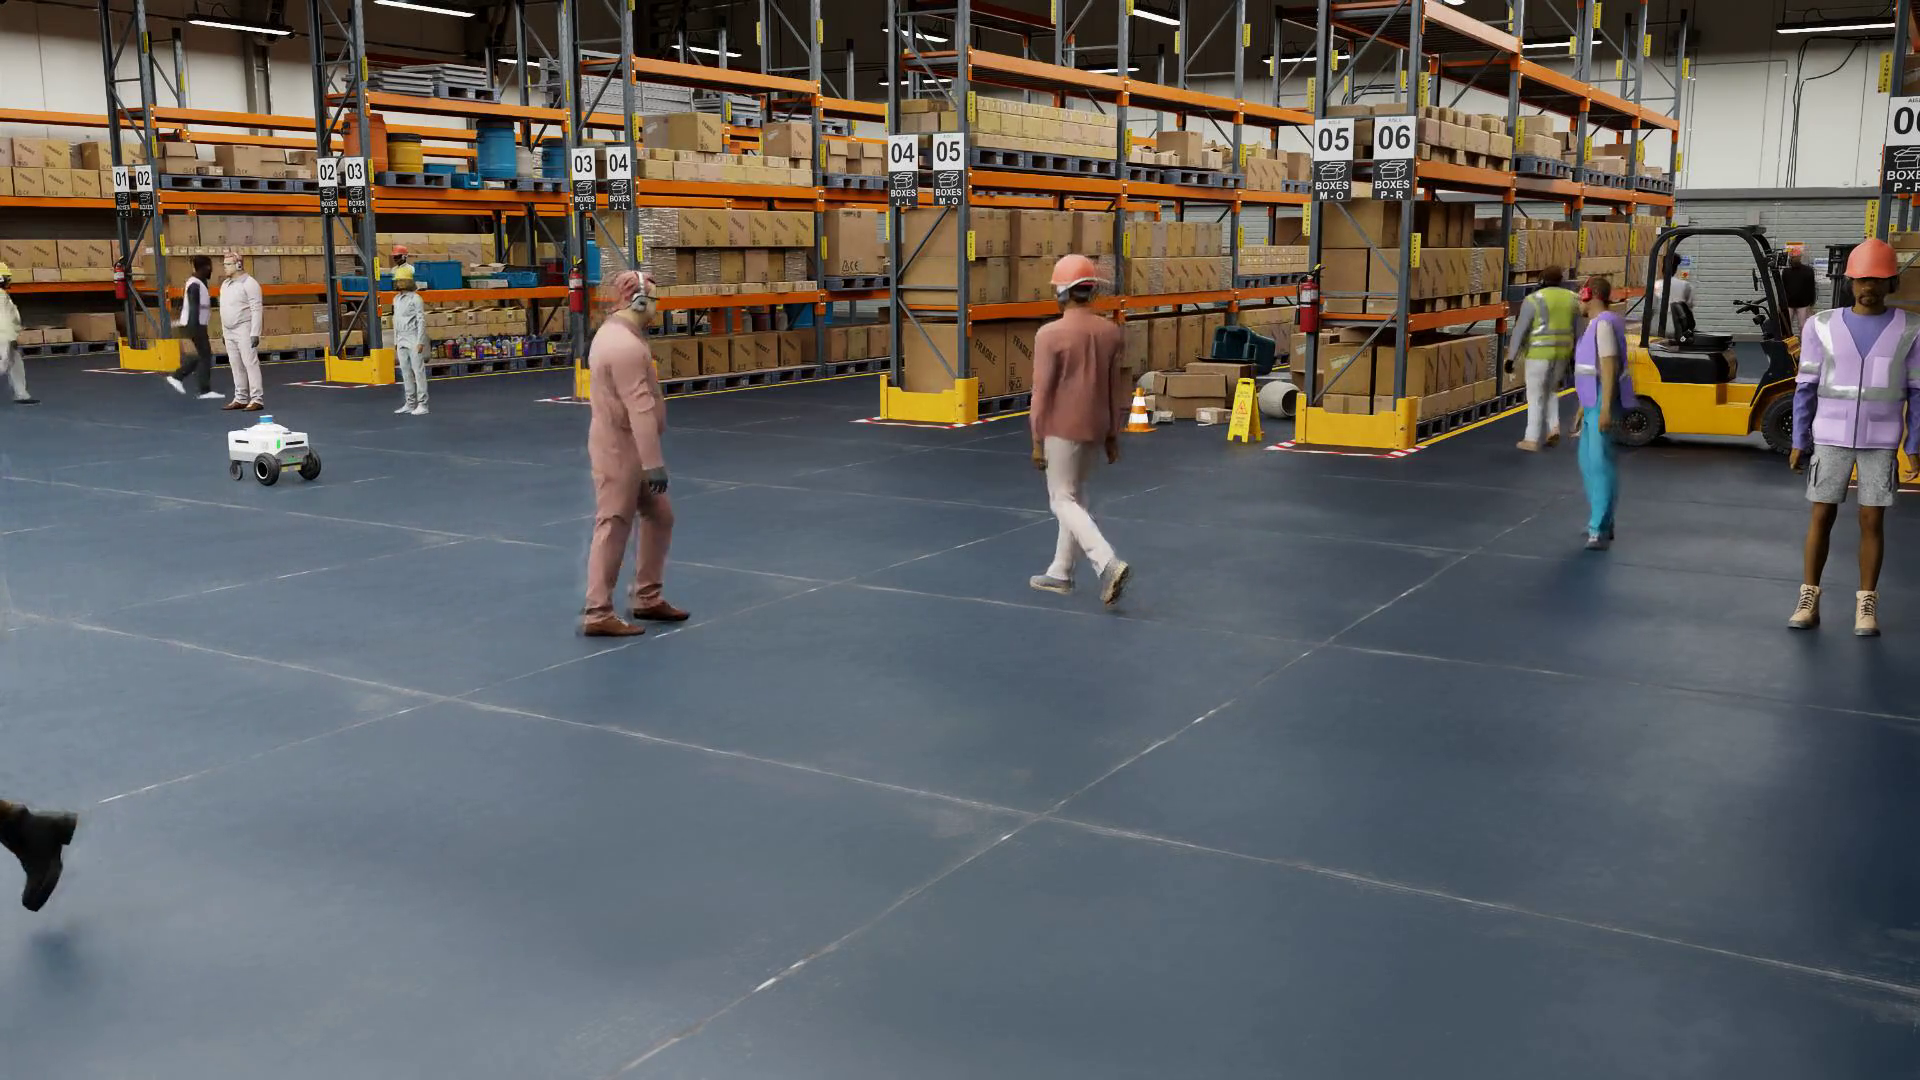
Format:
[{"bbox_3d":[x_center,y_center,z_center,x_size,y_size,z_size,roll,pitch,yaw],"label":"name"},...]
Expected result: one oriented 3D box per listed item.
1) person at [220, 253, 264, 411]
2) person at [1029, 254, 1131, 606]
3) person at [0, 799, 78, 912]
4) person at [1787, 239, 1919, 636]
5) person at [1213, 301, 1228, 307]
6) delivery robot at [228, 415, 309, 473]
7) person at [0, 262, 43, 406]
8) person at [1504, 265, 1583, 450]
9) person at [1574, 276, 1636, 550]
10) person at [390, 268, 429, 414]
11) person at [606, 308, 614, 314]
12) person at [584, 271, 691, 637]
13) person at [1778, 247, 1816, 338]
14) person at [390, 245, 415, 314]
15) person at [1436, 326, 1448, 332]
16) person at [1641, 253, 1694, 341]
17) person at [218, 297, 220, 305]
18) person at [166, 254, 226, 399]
[{"bbox_3d":[-8.719,-2.507,20.108,0.655,1.906,0.407,6,12,30],"label":"person"},{"bbox_3d":[0.686,-0.611,9.329,0.622,1.970,0.859,-8,13,-37],"label":"person"},{"bbox_3d":[-2.935,0.274,4.558,0.786,1.913,0.544,-9,13,-41],"label":"person"},{"bbox_3d":[4.628,-0.518,8.589,0.616,2.039,0.385,6,12,30],"label":"person"},{"bbox_3d":[5.015,-4.390,31.305,0.540,1.672,0.716,7,12,32],"label":"person"},{"bbox_3d":[-5.894,-0.818,14.169,0.707,0.478,0.477,6,12,31],"label":"delivery robot"},{"bbox_3d":[-11.878,-2.524,20.498,0.801,1.805,0.592,-7,12,-34],"label":"person"},{"bbox_3d":[5.722,-1.779,16.321,0.747,1.814,0.438,-3,11,-15],"label":"person"},{"bbox_3d":[4.303,-0.850,11.137,0.393,1.806,0.683,2,10,13],"label":"person"},{"bbox_3d":[-6.543,-2.349,19.719,0.505,1.735,0.362,7,12,33],"label":"person"},{"bbox_3d":[-5.428,-3.514,26.505,0.525,1.636,0.307,6,12,30],"label":"person"},{"bbox_3d":[-1.655,-0.438,8.599,0.710,1.874,0.681,-2,10,-13],"label":"person"},{"bbox_3d":[14.345,-4.026,28.493,0.491,1.954,0.668,-5,12,-28],"label":"person"},{"bbox_3d":[-9.525,-4.045,28.476,0.625,1.992,0.388,6,12,30],"label":"person"},{"bbox_3d":[9.294,-4.620,32.126,0.549,1.839,0.516,-6,12,-32],"label":"person"},{"bbox_3d":[8.590,-2.535,20.278,0.668,1.885,1.053,1,10,6],"label":"person"},{"bbox_3d":[-13.167,-4.381,30.317,0.894,2.003,0.625,-10,14,-44],"label":"person"},{"bbox_3d":[-10.001,-2.775,21.665,0.612,1.890,0.628,-3,11,-17],"label":"person"}]
